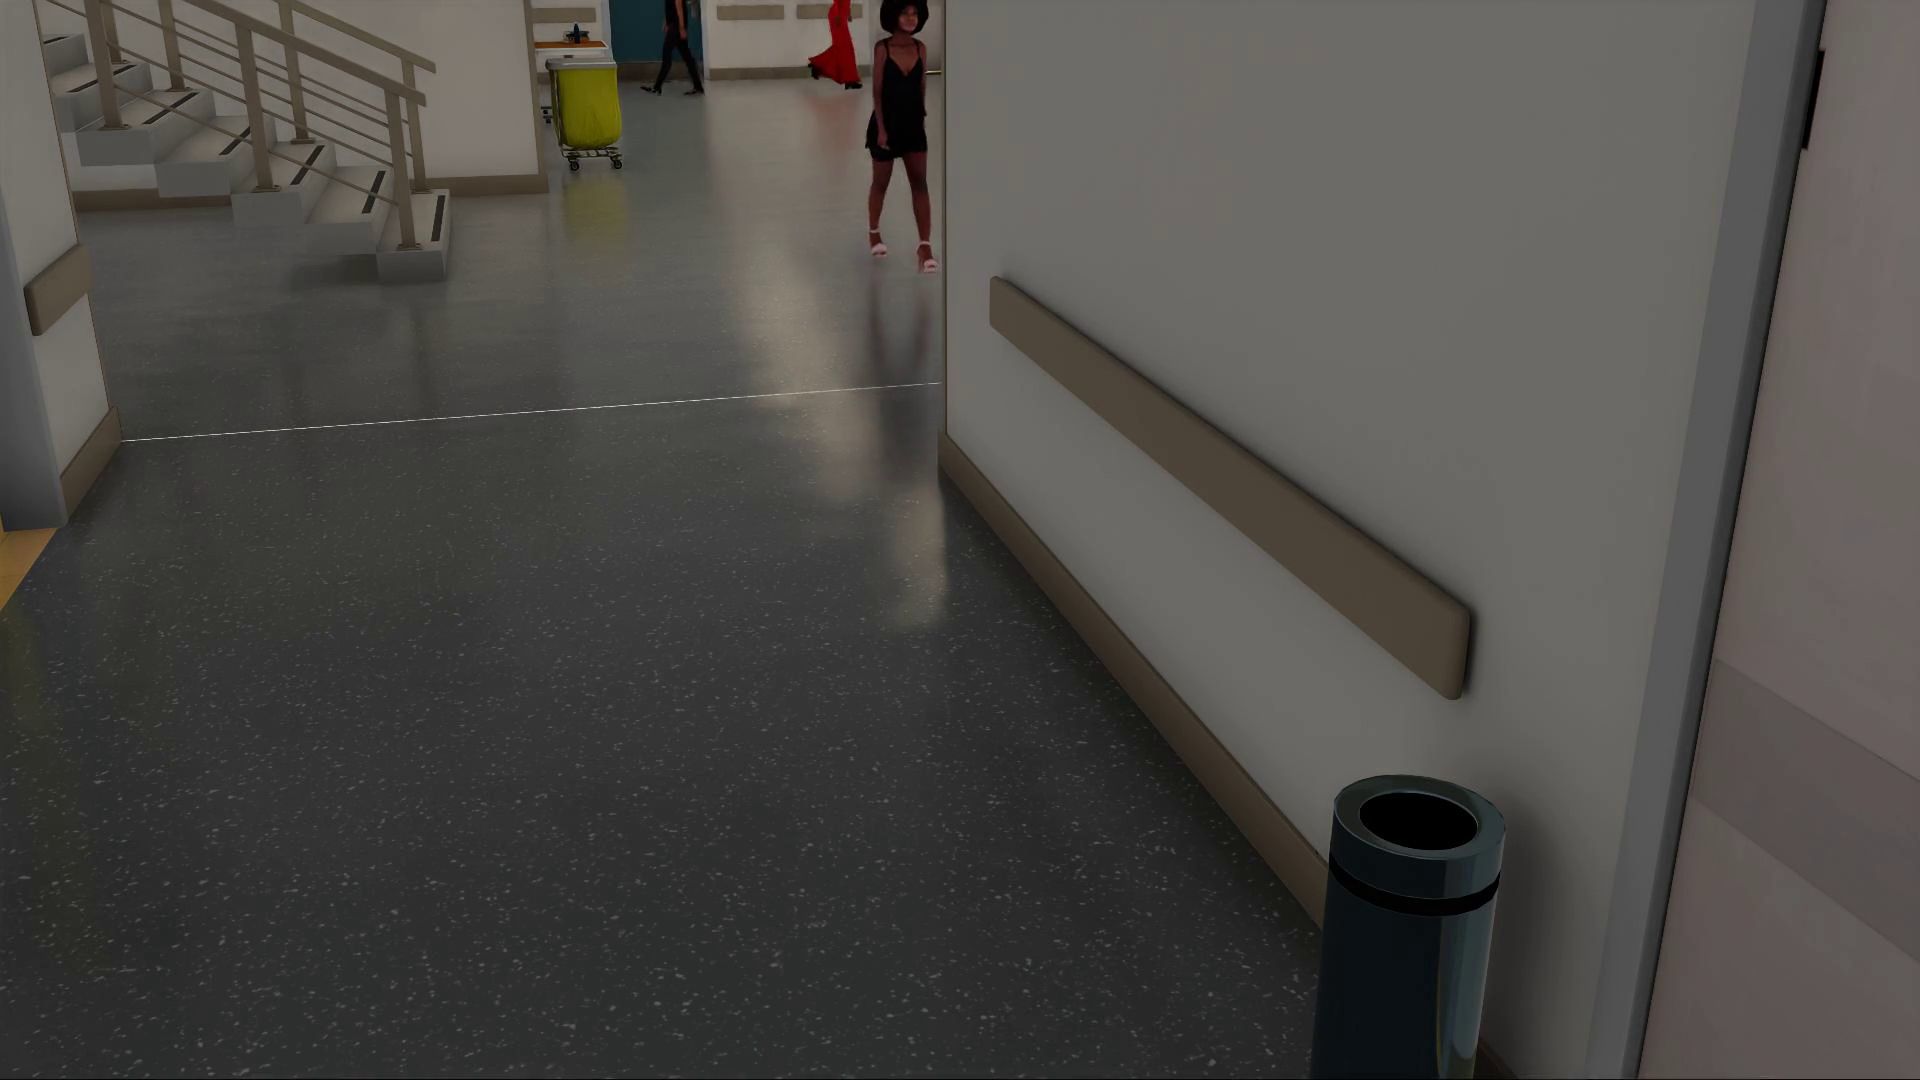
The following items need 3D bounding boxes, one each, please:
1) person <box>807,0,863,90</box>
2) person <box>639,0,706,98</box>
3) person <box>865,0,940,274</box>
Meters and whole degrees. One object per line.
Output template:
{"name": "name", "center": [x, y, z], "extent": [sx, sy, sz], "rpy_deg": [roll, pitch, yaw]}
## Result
{"name": "person", "center": [-1.640, -6.791, 21.722], "extent": [1.050, 1.768, 0.831], "rpy_deg": [2, 21, 6]}
{"name": "person", "center": [-3.429, -6.427, 20.692], "extent": [1.052, 1.803, 0.720], "rpy_deg": [-3, 21, -9]}
{"name": "person", "center": [-0.444, -2.602, 10.696], "extent": [1.037, 1.744, 0.682], "rpy_deg": [-8, 22, -21]}
